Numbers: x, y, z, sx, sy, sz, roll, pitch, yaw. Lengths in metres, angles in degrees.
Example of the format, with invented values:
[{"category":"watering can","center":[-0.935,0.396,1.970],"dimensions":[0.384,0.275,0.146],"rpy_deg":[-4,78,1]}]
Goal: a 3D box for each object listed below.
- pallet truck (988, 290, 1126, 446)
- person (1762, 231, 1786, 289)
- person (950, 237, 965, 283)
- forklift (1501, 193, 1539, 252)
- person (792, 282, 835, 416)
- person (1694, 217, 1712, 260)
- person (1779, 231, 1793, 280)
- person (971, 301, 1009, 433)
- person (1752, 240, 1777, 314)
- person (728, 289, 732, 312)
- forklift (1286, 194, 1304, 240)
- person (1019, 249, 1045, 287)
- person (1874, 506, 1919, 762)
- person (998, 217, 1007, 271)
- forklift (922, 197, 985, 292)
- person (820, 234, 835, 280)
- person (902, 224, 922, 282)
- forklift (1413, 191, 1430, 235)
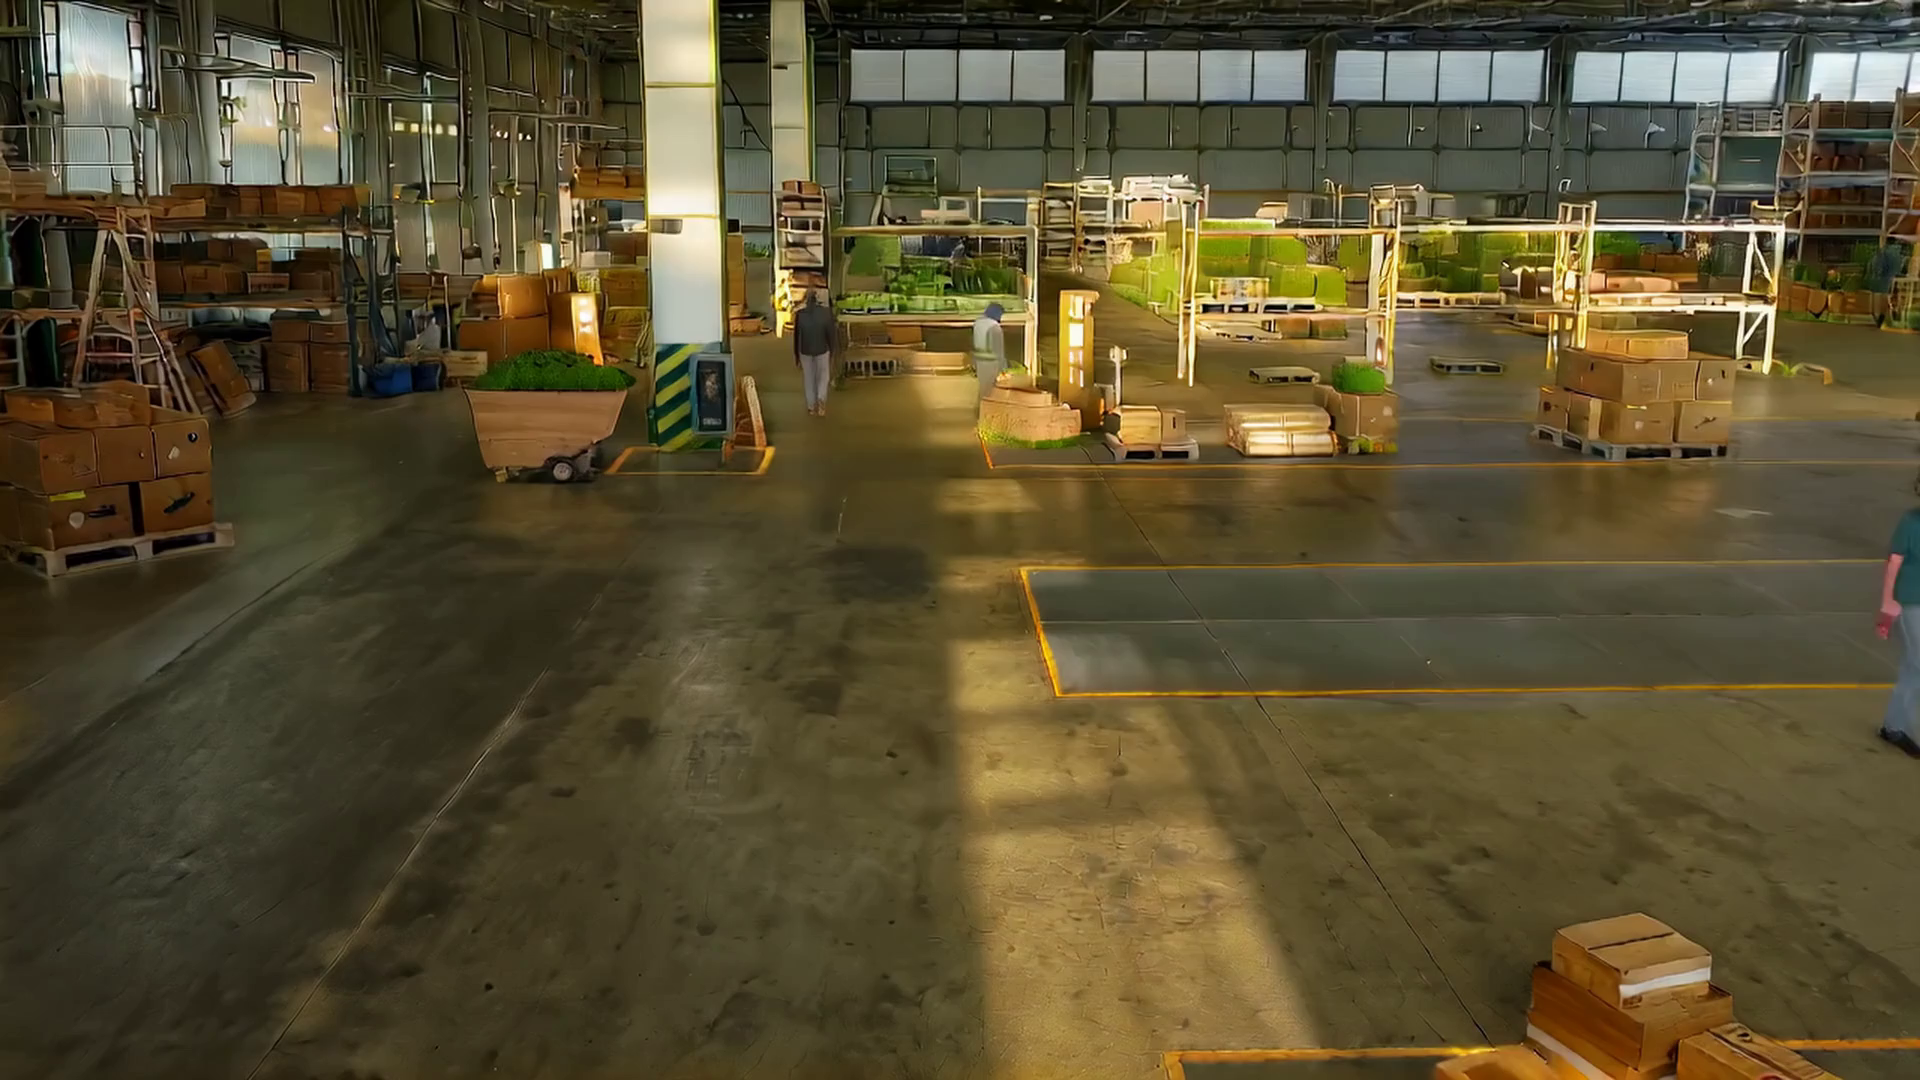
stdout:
[{"category":"pallet truck","center":[1.257,-2.299,22.111],"dimensions":[1.885,1.965,0.823],"rpy_deg":[-9,15,-35]},{"category":"person","center":[24.797,-8.590,50.696],"dimensions":[0.630,1.925,0.434],"rpy_deg":[1,13,3]},{"category":"person","center":[-0.055,-7.674,46.985],"dimensions":[0.485,1.736,0.345],"rpy_deg":[-7,14,-29]},{"category":"forklift","center":[19.009,-10.485,57.062],"dimensions":[1.873,2.768,1.129],"rpy_deg":[-11,17,-42]},{"category":"person","center":[-2.134,-2.765,24.254],"dimensions":[0.630,1.977,0.714],"rpy_deg":[0,12,-2]},{"category":"person","center":[27.293,-10.933,61.102],"dimensions":[0.378,1.995,0.612],"rpy_deg":[-12,17,-42]},{"category":"person","center":[27.487,-9.477,55.348],"dimensions":[0.414,1.623,0.533],"rpy_deg":[1,13,6]},{"category":"person","center":[0.498,-2.381,22.919],"dimensions":[0.824,1.806,0.638],"rpy_deg":[-7,14,-30]},{"category":"person","center":[20.170,-6.574,41.673],"dimensions":[0.598,1.887,0.946],"rpy_deg":[5,13,22]},{"category":"person","center":[-4.891,-4.733,33.421],"dimensions":[0.606,1.839,0.946],"rpy_deg":[-9,15,-34]},{"category":"forklift","center":[11.014,-9.999,54.867],"dimensions":[1.873,2.768,1.129],"rpy_deg":[0,12,-2]},{"category":"person","center":[1.816,-6.599,41.735],"dimensions":[0.654,1.900,0.875],"rpy_deg":[-1,13,-6]},{"category":"person","center":[5.915,0.434,10.096],"dimensions":[0.565,1.850,0.602],"rpy_deg":[-4,13,-19]},{"category":"person","center":[1.558,-10.704,60.228],"dimensions":[0.375,1.932,0.544],"rpy_deg":[4,13,17]},{"category":"forklift","center":[-0.157,-8.447,47.859],"dimensions":[1.129,2.768,1.873],"rpy_deg":[-7,14,-30]},{"category":"person","center":[-3.672,-7.677,46.746],"dimensions":[0.522,1.844,0.344],"rpy_deg":[2,13,7]},{"category":"person","center":[-1.507,-8.976,52.392],"dimensions":[0.630,1.940,0.372],"rpy_deg":[-2,13,-8]},{"category":"forklift","center":[17.364,-11.754,62.790],"dimensions":[1.873,2.768,1.129],"rpy_deg":[0,12,-2]}]
